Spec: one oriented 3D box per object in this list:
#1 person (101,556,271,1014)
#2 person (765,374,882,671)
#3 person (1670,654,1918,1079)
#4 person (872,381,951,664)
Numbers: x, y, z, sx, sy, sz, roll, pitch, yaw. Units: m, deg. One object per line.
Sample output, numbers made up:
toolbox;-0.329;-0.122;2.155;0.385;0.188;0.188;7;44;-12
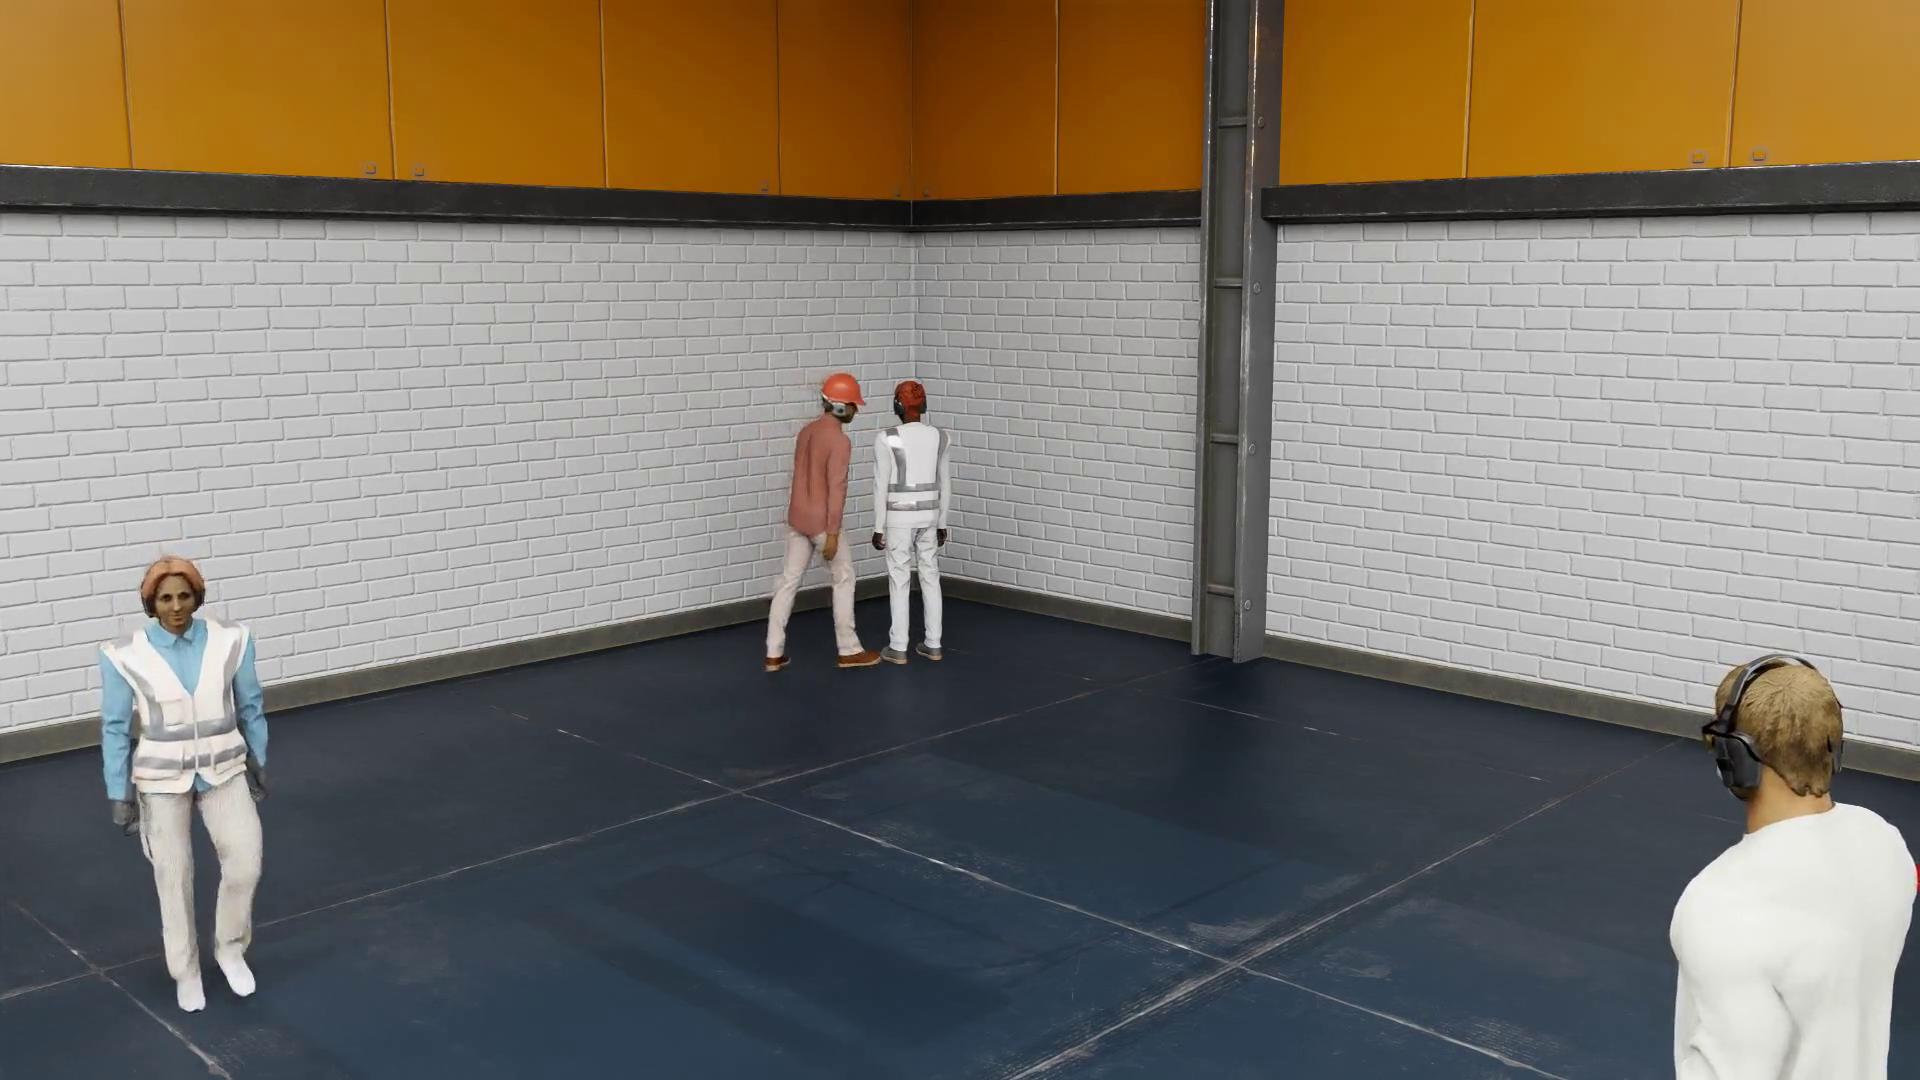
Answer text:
person;-2.683;0.860;5.803;0.549;1.622;0.405;-7;11;-35
person;-0.927;-0.102;10.807;0.752;1.943;0.635;-7;12;-37
person;1.455;1.160;3.021;0.628;1.937;0.378;-7;12;-38
person;-0.316;-0.115;11.035;0.568;1.878;0.350;-6;11;-32
